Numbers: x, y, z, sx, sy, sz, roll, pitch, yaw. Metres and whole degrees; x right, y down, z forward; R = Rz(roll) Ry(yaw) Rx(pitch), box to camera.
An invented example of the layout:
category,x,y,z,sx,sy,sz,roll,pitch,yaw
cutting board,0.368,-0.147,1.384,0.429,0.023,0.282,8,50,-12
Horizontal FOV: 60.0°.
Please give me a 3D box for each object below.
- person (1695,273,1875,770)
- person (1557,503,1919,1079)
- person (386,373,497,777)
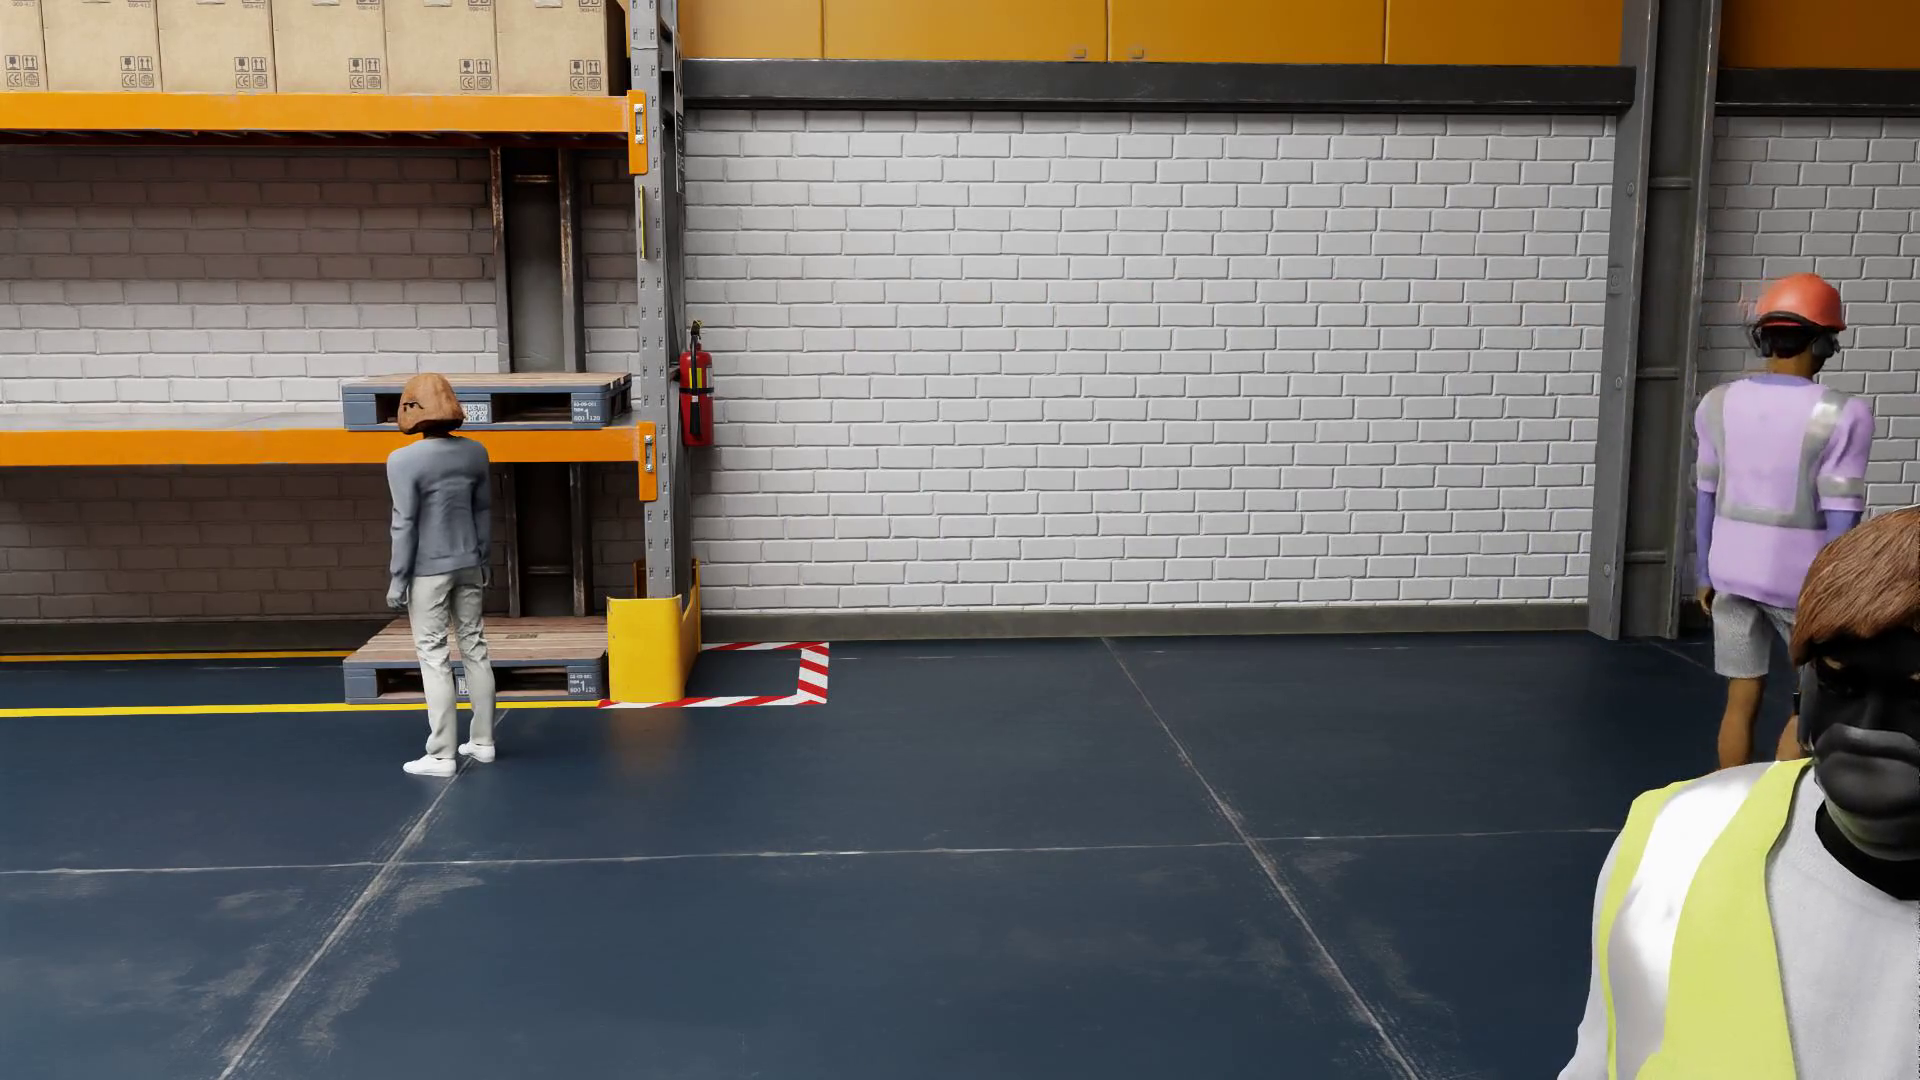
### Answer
category,x,y,z,sx,sy,sz,roll,pitch,yaw
person,2.752,0.129,5.599,0.420,2.027,0.611,-7,11,-37
person,0.771,0.881,1.446,0.429,1.845,0.620,-8,12,-43
person,-2.105,0.140,6.754,0.264,1.631,0.508,5,11,30
